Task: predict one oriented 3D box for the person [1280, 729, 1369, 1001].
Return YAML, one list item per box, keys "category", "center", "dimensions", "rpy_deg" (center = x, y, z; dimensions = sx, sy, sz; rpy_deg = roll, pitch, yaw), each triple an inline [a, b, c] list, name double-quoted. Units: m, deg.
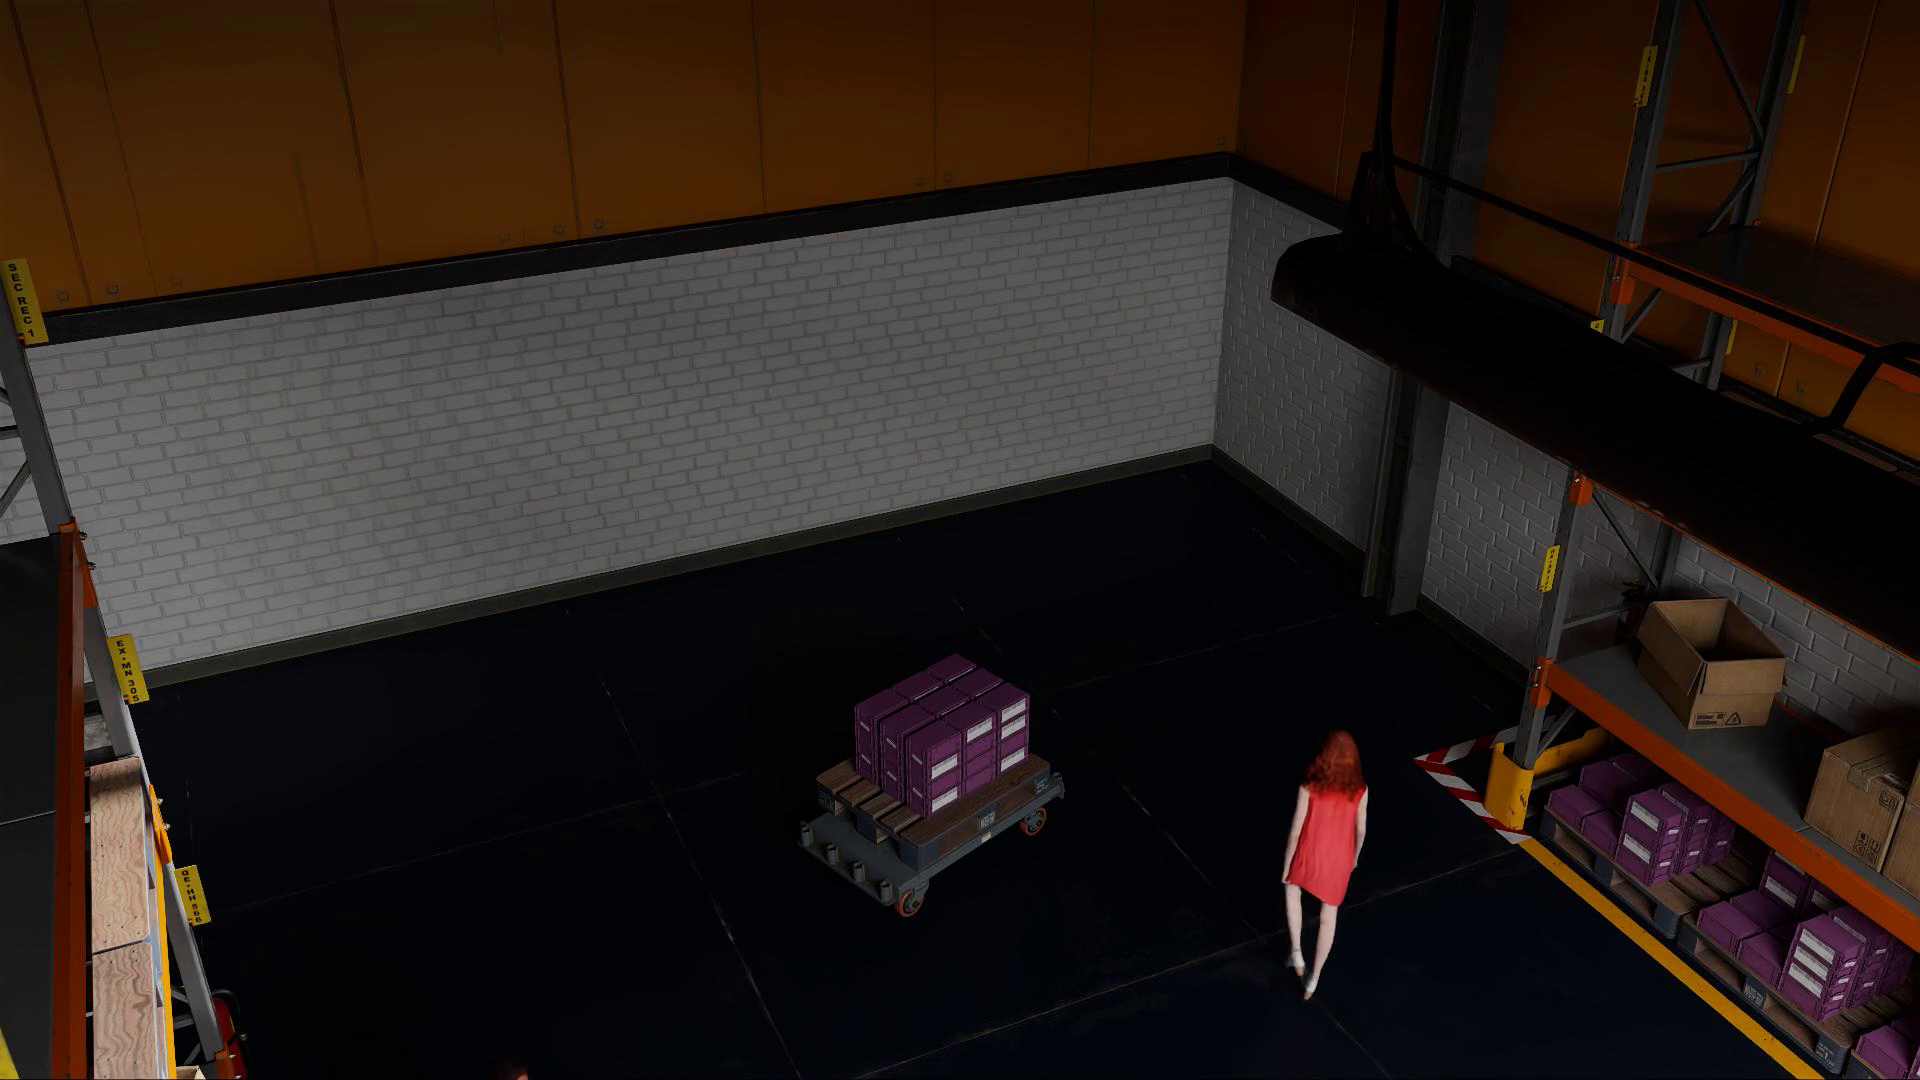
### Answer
- category: "person"
  center: [2.090, 1.921, 9.522]
  dimensions: [0.745, 1.810, 0.765]
  rpy_deg: [0, 29, 0]
